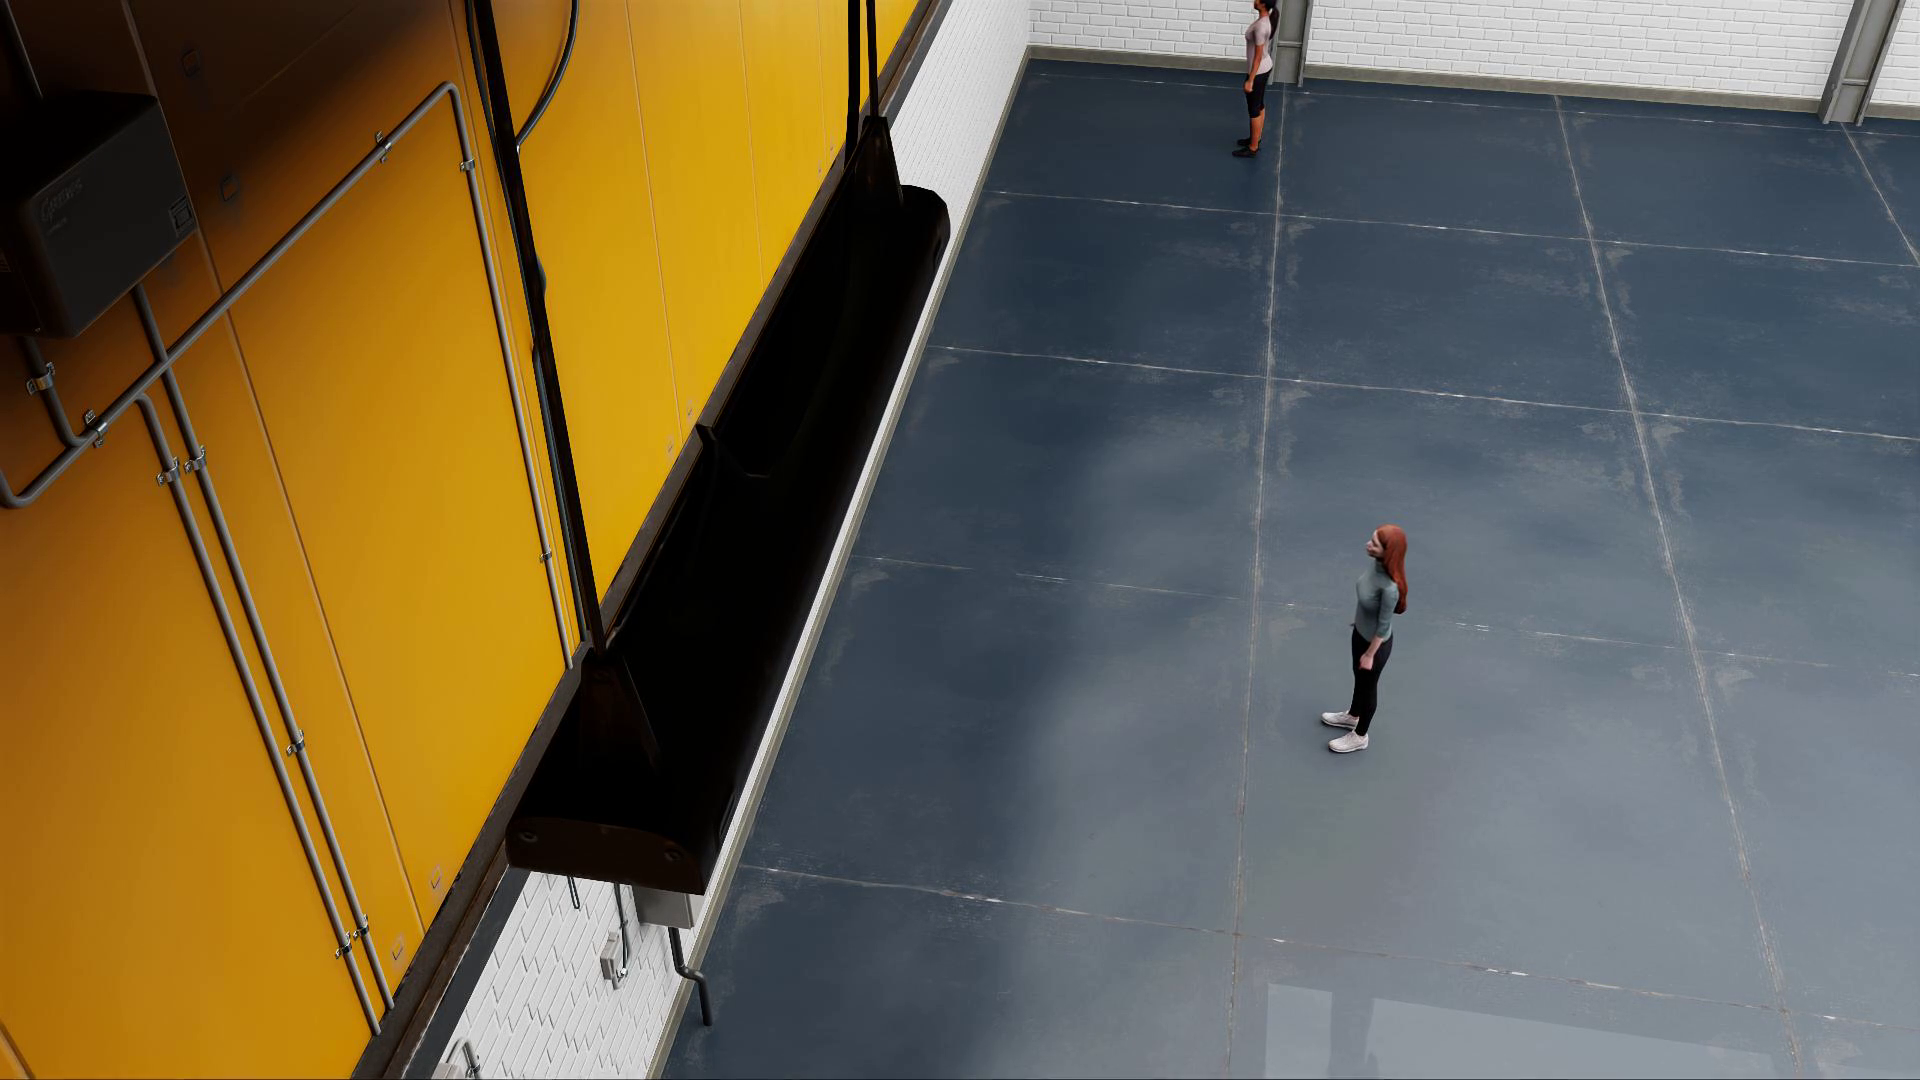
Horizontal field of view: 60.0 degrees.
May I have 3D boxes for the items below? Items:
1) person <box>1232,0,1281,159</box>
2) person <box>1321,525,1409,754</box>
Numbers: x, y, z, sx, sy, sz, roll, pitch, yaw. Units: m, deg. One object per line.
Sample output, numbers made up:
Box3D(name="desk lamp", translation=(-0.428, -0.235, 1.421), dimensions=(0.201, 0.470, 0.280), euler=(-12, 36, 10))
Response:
Box3D(name="person", translation=(3.059, -4.789, 17.033), dimensions=(0.592, 1.747, 0.644), euler=(13, 40, 16))
Box3D(name="person", translation=(2.538, 0.606, 10.281), dimensions=(0.579, 1.743, 0.602), euler=(1, 39, 2))
